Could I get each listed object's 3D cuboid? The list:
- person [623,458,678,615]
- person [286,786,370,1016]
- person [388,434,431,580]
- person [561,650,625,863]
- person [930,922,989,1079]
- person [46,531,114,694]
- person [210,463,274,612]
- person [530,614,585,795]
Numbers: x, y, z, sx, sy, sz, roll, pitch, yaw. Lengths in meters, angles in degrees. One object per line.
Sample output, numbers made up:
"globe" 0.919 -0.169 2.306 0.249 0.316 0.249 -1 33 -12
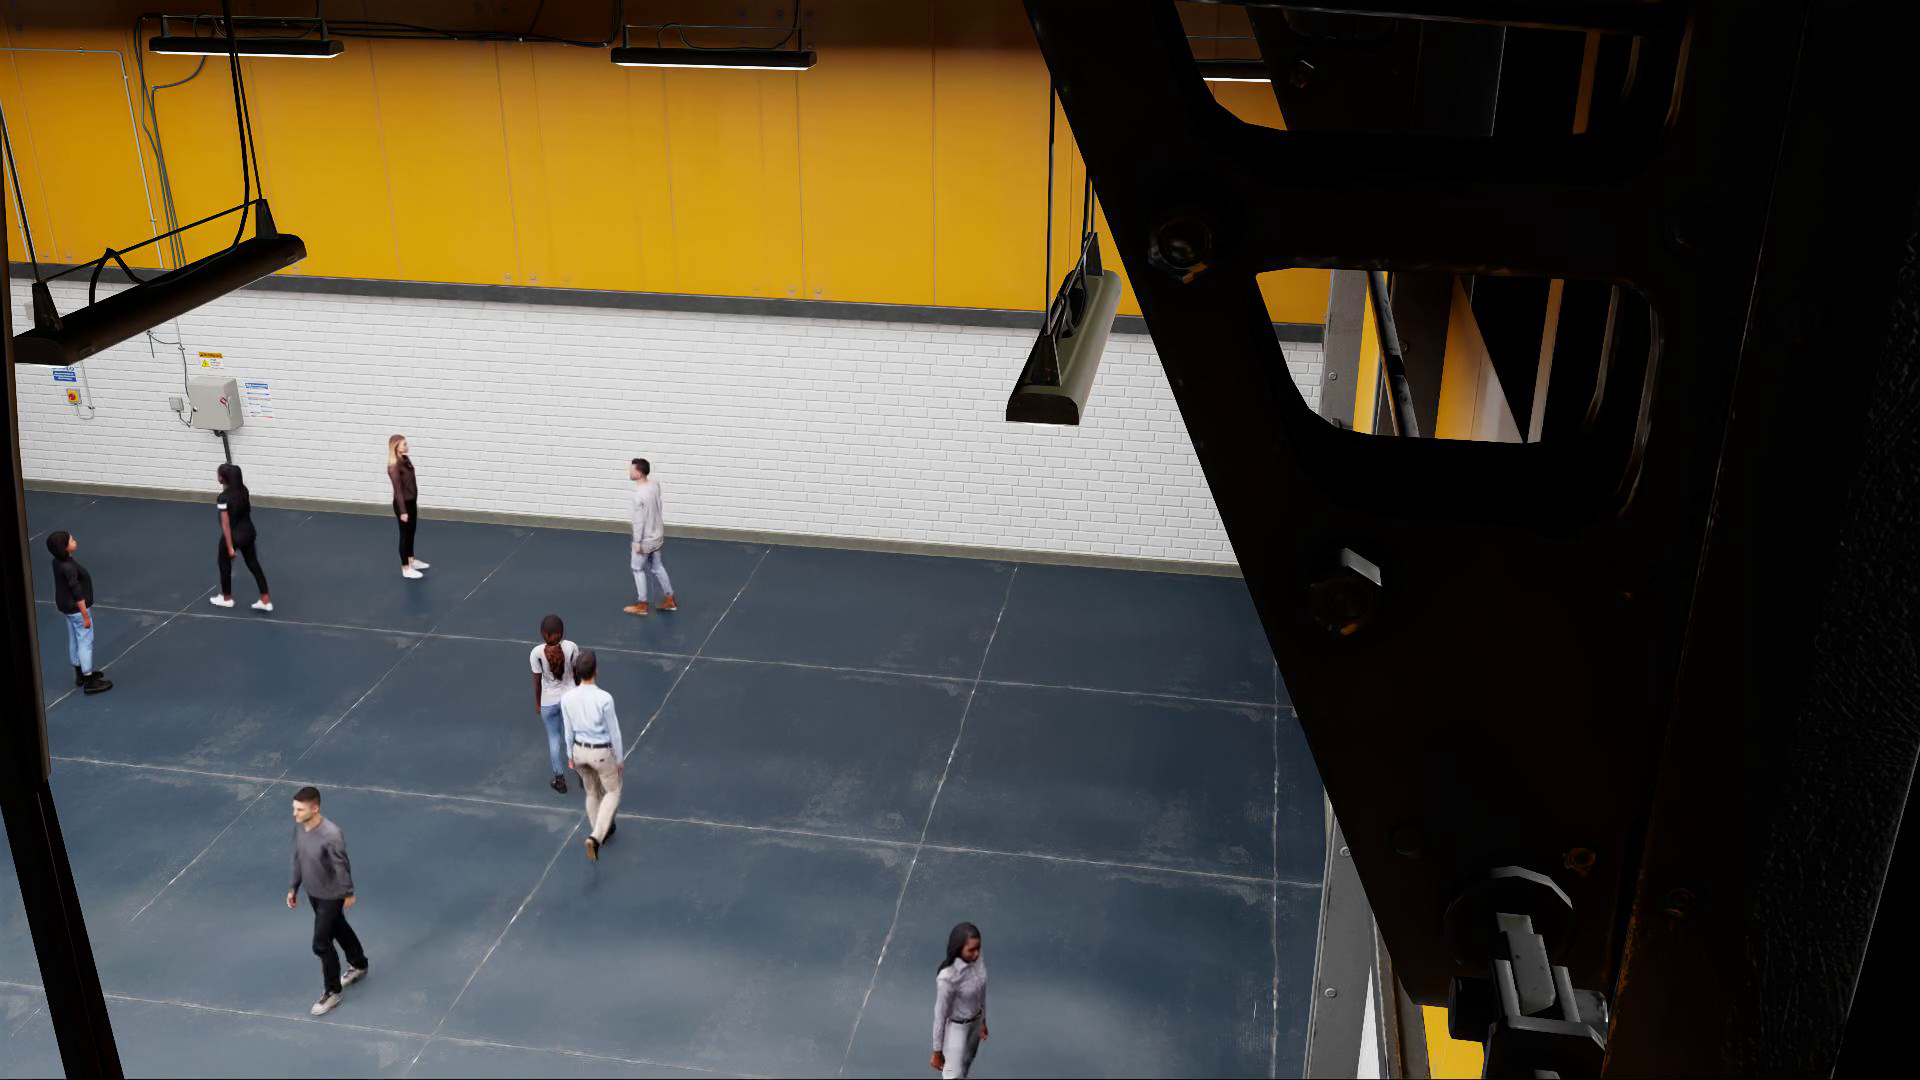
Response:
"person" -3.400 -0.056 18.053 0.831 1.840 0.796 13 27 27
"person" -4.594 2.542 12.235 0.819 1.741 0.932 17 29 33
"person" -6.350 -0.408 19.030 0.696 1.703 0.486 0 24 1
"person" -3.044 1.821 13.776 0.635 1.828 0.953 4 24 8
"person" -0.017 3.208 10.781 1.088 1.685 0.927 16 28 32
"person" -8.779 0.702 16.499 0.639 1.696 0.675 19 30 37
"person" -7.768 0.001 18.093 0.774 1.704 0.940 8 25 17
"person" -3.558 1.438 14.786 0.666 1.719 0.706 -12 27 -26
